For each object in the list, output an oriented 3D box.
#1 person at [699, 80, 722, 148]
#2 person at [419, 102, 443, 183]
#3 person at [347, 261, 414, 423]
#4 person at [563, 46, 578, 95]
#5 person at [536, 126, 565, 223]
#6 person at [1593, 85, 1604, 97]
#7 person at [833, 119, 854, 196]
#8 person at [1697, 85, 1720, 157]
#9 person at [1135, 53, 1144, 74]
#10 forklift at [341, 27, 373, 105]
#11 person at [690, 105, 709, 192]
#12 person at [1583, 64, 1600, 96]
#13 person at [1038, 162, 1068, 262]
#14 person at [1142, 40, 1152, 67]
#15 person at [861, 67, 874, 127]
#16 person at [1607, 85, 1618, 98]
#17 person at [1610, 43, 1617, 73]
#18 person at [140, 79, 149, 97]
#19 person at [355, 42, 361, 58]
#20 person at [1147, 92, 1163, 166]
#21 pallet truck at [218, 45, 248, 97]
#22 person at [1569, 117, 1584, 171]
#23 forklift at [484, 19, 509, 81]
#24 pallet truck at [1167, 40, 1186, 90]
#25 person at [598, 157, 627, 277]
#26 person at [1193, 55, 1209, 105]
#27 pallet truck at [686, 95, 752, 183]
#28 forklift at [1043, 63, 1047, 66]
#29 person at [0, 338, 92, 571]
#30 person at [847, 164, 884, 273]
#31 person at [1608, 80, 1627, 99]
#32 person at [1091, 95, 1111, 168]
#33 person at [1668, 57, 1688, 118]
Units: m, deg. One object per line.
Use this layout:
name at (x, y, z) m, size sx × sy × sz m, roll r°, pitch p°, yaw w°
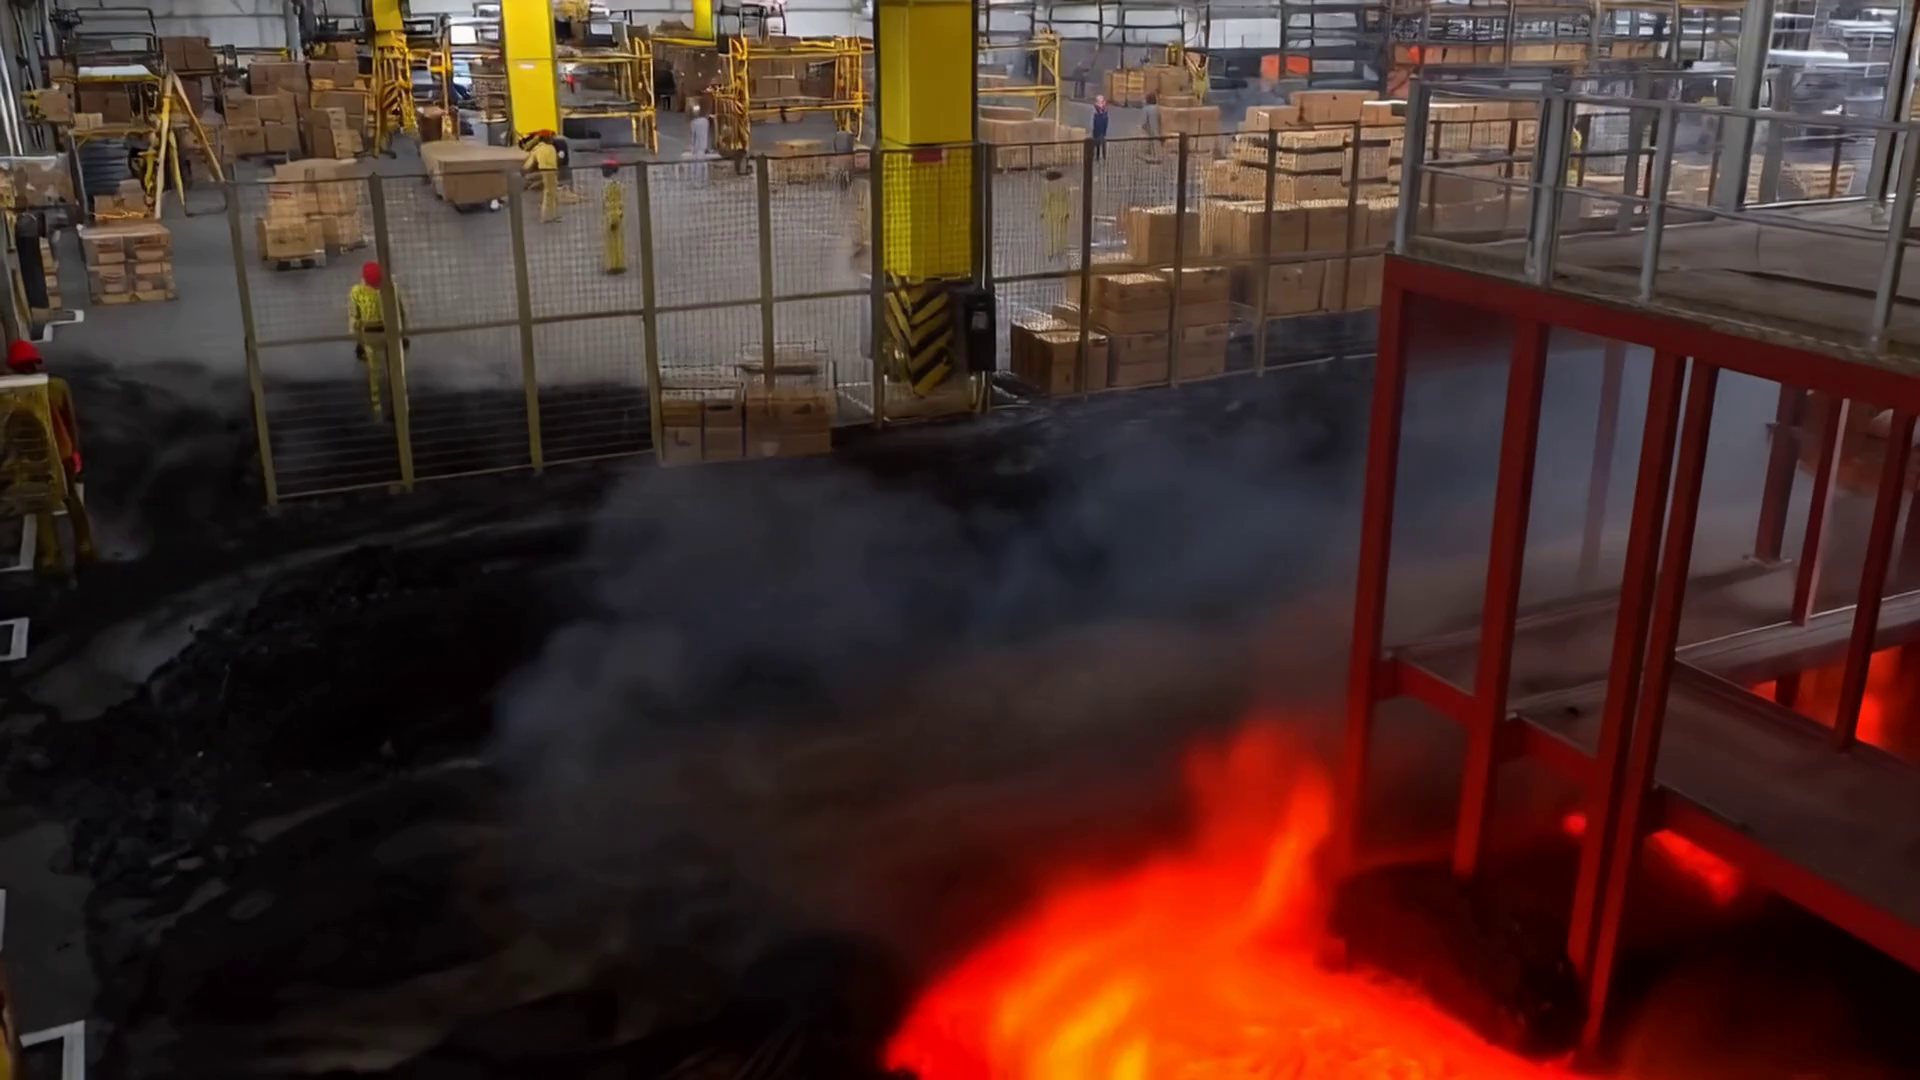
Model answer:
person at (-7.112, -12.095, 47.245) m, size 0.612 × 1.871 × 0.982 m, roll 5°, pitch 20°, yaw 13°
person at (-12.531, -9.396, 39.401) m, size 0.564 × 1.883 × 0.990 m, roll 0°, pitch 19°, yaw 0°
person at (-6.522, -2.241, 18.759) m, size 0.640 × 1.831 × 0.429 m, roll -12°, pitch 22°, yaw -31°
person at (-15.697, -18.893, 66.944) m, size 0.558 × 1.890 × 0.977 m, roll -10°, pitch 22°, yaw -27°
person at (-8.224, -7.291, 33.270) m, size 0.595 × 1.912 × 0.467 m, roll 16°, pitch 25°, yaw 39°
person at (17.250, -11.299, 44.910) m, size 0.548 × 1.910 × 0.826 m, roll -8°, pitch 21°, yaw -22°
person at (-2.610, -8.622, 37.465) m, size 0.533 × 1.689 × 0.321 m, roll 9°, pitch 21°, yaw 23°
person at (20.169, -11.289, 44.831) m, size 0.610 × 1.932 × 0.515 m, roll -3°, pitch 19°, yaw -10°
person at (7.249, -18.825, 67.132) m, size 0.537 × 1.623 × 0.381 m, roll -15°, pitch 24°, yaw -36°
forklift at (-22.275, -17.346, 60.954) m, size 1.873 × 2.768 × 1.129 m, roll -9°, pitch 21°, yaw -25°
person at (-5.969, -8.944, 38.020) m, size 0.372 × 1.940 × 0.632 m, roll 7°, pitch 20°, yaw 20°
person at (19.812, -13.872, 52.151) m, size 0.536 × 2.000 × 0.676 m, roll 2°, pitch 19°, yaw 6°
person at (1.599, -5.690, 28.898) m, size 0.519 × 1.723 × 0.561 m, roll 4°, pitch 19°, yaw 11°
person at (8.280, -21.301, 73.986) m, size 0.429 × 1.842 × 0.634 m, roll 8°, pitch 21°, yaw 23°
person at (-3.003, -14.243, 53.484) m, size 0.435 × 1.866 × 0.621 m, roll -13°, pitch 23°, yaw -34°
person at (17.748, -11.483, 45.493) m, size 0.518 × 1.865 × 0.327 m, roll -9°, pitch 21°, yaw -24°
person at (29.417, -21.507, 74.818) m, size 0.568 × 1.679 × 0.540 m, roll 14°, pitch 23°, yaw 34°
person at (-25.123, -13.429, 51.485) m, size 0.525 × 1.631 × 0.319 m, roll 9°, pitch 21°, yaw 24°
person at (-27.935, -22.416, 77.104) m, size 0.439 × 1.927 × 0.656 m, roll -16°, pitch 25°, yaw -39°
person at (5.049, -10.625, 42.998) m, size 0.523 × 1.870 × 0.317 m, roll -17°, pitch 25°, yaw -40°
pallet truck at (-28.879, -18.665, 66.111) m, size 0.823 × 1.965 × 1.885 m, roll -3°, pitch 19°, yaw -9°
person at (13.173, -8.120, 35.666) m, size 0.374 × 1.914 × 0.596 m, roll 14°, pitch 24°, yaw 35°
forklift at (-19.135, -20.565, 70.286) m, size 1.129 × 2.768 × 1.873 m, roll 13°, pitch 23°, yaw 33°
pallet truck at (9.045, -19.971, 69.895) m, size 0.823 × 1.965 × 1.885 m, roll -3°, pitch 19°, yaw -8°
person at (-5.753, -5.365, 27.630) m, size 0.406 × 1.948 × 0.605 m, roll -5°, pitch 20°, yaw -15°
person at (8.756, -16.671, 60.482) m, size 0.590 × 1.904 × 0.468 m, roll 0°, pitch 19°, yaw 1°
pallet truck at (-5.836, -9.608, 39.856) m, size 0.823 × 1.965 × 1.885 m, roll 10°, pitch 22°, yaw 27°
forklift at (5.365, -25.785, 85.415) m, size 1.873 × 2.768 × 1.129 m, roll -9°, pitch 21°, yaw -25°
person at (-7.779, -0.723, 14.101) m, size 0.389 × 1.996 × 0.612 m, roll 15°, pitch 24°, yaw 38°
person at (-1.625, -5.373, 27.901) m, size 0.650 × 1.798 × 0.919 m, roll 16°, pitch 25°, yaw 38°
person at (20.459, -13.611, 51.858) m, size 0.552 × 1.719 × 0.876 m, roll 5°, pitch 20°, yaw 14°
person at (3.594, -10.435, 42.510) m, size 0.512 × 1.835 × 0.406 m, roll 1°, pitch 19°, yaw 2°
person at (24.449, -15.423, 56.719) m, size 0.610 × 1.993 × 0.380 m, roll 6°, pitch 20°, yaw 16°
